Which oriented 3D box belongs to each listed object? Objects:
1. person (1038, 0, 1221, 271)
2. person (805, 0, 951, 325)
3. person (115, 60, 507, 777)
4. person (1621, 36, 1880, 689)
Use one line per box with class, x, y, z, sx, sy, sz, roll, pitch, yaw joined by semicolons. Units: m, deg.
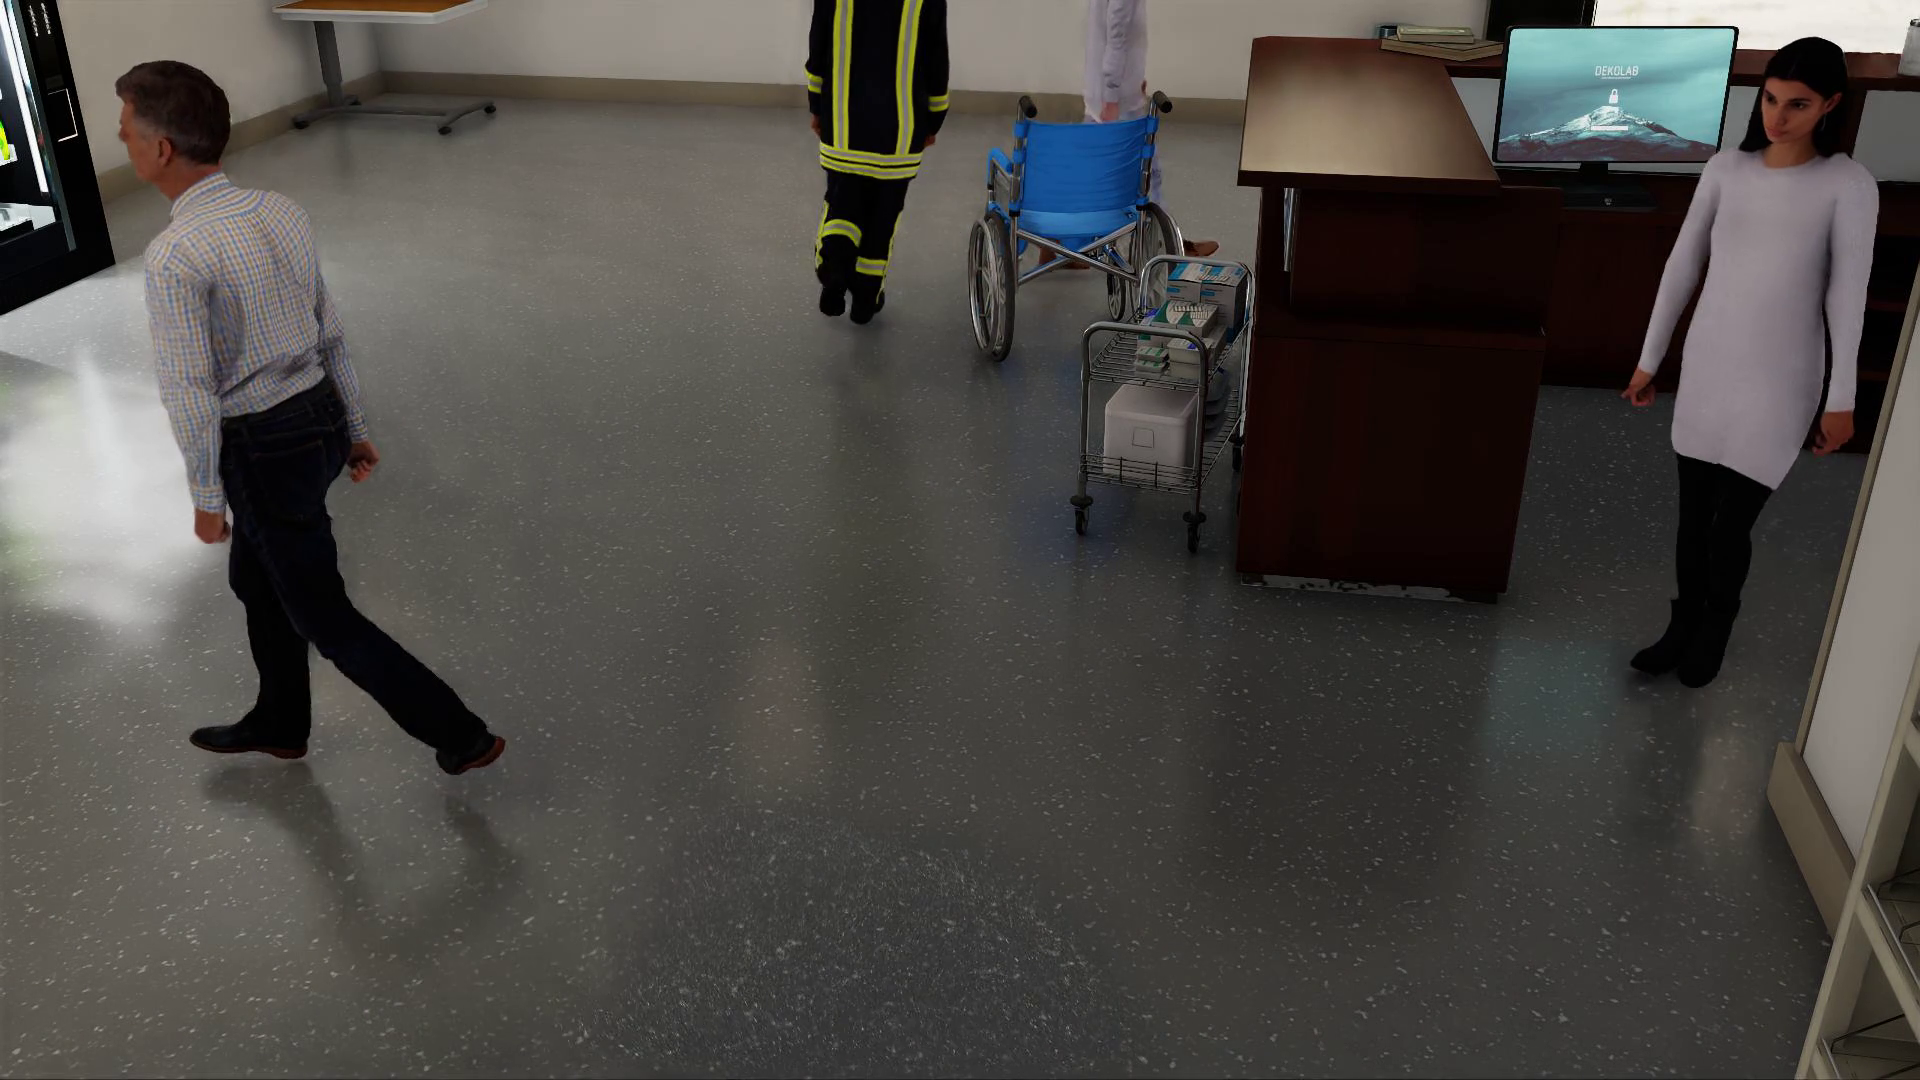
person;0.652;-2.113;7.893;0.988;1.794;1.160;-3;26;-7
person;-0.375;-1.801;7.139;0.809;1.886;0.897;1;26;1
person;-1.527;-0.183;3.901;0.703;1.785;1.051;7;27;13
person;2.119;-0.397;4.345;0.884;1.784;0.825;-14;29;-27
